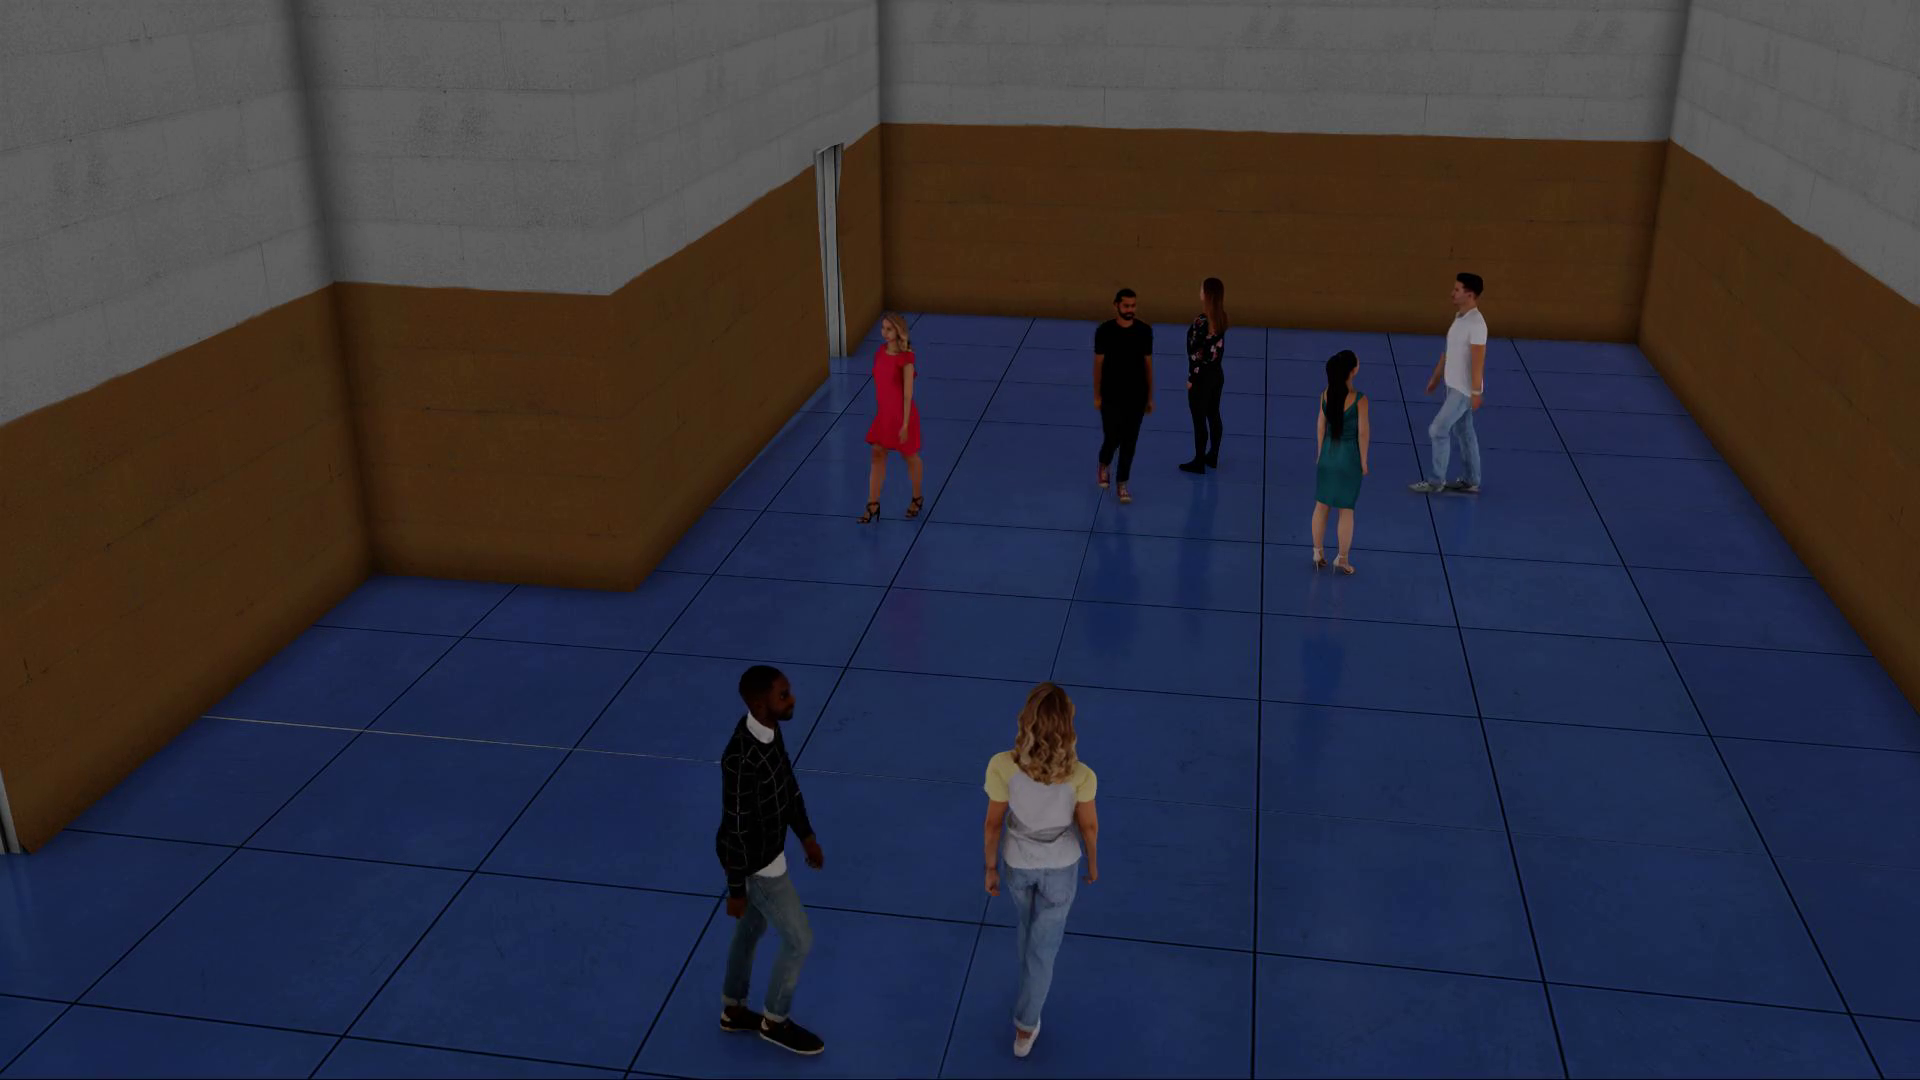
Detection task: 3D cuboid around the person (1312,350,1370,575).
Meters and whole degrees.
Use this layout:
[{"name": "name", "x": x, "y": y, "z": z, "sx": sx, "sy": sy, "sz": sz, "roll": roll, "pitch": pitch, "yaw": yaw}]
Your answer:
[{"name": "person", "x": 2.748, "y": -0.561, "z": 12.039, "sx": 0.582, "sy": 1.685, "sz": 0.689, "roll": 18, "pitch": 28, "yaw": 37}]

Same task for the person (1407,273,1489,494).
[{"name": "person", "x": 4.179, "y": -1.245, "z": 13.538, "sx": 0.844, "sy": 1.837, "sz": 0.692, "roll": 3, "pitch": 22, "yaw": 8}]

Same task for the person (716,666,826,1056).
[{"name": "person", "x": -0.960, "y": 1.354, "z": 7.119, "sx": 0.745, "sy": 1.801, "sz": 0.685, "roll": 2, "pitch": 22, "yaw": 4}]

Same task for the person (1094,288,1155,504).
[{"name": "person", "x": 1.314, "y": -1.191, "z": 13.526, "sx": 0.763, "sy": 1.746, "sz": 0.812, "roll": -3, "pitch": 22, "yaw": -8}]

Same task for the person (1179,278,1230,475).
[{"name": "person", "x": 2.102, "y": -1.402, "z": 14.136, "sx": 0.667, "sy": 1.684, "sz": 0.646, "roll": 19, "pitch": 29, "yaw": 39}]

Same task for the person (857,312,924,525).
[{"name": "person", "x": -0.426, "y": -0.970, "z": 13.036, "sx": 0.920, "sy": 1.703, "sz": 0.921, "roll": 20, "pitch": 29, "yaw": 41}]

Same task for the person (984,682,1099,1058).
[{"name": "person", "x": 0.326, "y": 1.441, "z": 7.012, "sx": 0.731, "sy": 1.703, "sz": 0.714, "roll": 5, "pitch": 23, "yaw": 13}]
